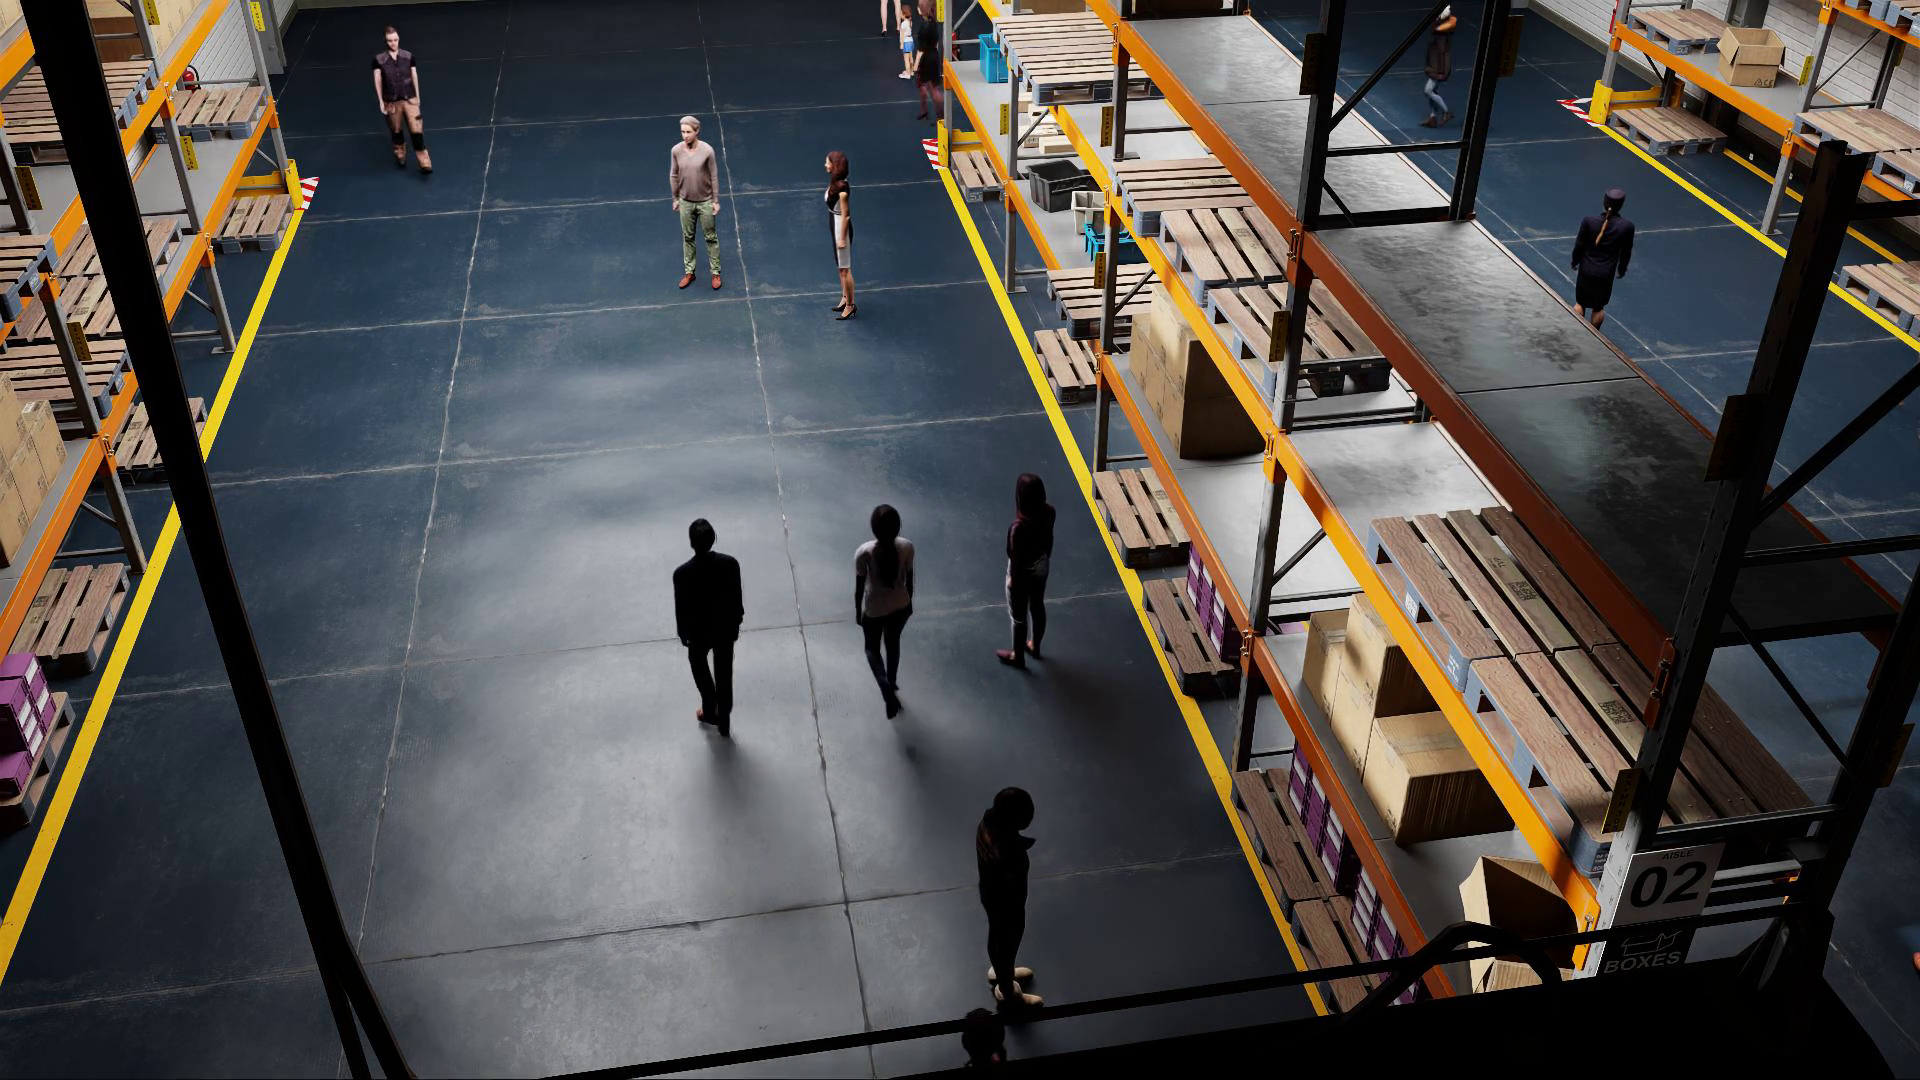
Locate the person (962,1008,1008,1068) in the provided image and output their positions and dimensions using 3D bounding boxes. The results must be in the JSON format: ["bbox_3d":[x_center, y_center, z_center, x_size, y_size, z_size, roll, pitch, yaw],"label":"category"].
[{"bbox_3d":[0.126,2.958,8.184,0.853,1.529,0.599,-2,34,-4],"label":"person"}]

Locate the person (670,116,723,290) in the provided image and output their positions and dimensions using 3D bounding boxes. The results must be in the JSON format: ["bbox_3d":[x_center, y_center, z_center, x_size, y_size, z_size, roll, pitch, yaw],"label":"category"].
[{"bbox_3d":[-2.813,-3.619,17.766,0.742,1.874,0.695,3,34,5],"label":"person"}]

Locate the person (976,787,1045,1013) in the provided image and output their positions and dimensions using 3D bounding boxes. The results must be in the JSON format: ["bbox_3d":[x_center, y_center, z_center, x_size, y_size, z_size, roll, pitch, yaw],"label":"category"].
[{"bbox_3d":[0.236,2.051,9.430,0.658,1.659,0.595,9,35,13],"label":"person"}]

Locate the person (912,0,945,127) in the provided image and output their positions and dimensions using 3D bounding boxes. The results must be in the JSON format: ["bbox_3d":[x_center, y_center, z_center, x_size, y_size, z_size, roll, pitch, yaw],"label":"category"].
[{"bbox_3d":[-0.309,-6.272,21.926,0.770,1.688,0.709,6,34,10],"label":"person"}]

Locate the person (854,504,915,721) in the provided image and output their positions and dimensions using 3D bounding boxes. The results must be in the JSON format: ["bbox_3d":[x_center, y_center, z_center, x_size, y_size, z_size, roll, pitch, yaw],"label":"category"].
[{"bbox_3d":[-0.497,0.535,11.670,0.663,1.704,0.905,-11,35,-16],"label":"person"}]

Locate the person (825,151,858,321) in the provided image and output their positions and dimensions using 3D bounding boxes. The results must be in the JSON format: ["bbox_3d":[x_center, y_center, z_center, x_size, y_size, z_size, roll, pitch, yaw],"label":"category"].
[{"bbox_3d":[-1.225,-3.135,17.110,0.645,1.795,0.420,-6,34,-9],"label":"person"}]

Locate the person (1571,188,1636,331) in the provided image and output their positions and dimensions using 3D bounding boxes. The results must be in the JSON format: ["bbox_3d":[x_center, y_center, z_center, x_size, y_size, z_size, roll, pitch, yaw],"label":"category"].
[{"bbox_3d":[6.336,-2.684,16.544,0.807,1.671,0.811,11,35,16],"label":"person"}]

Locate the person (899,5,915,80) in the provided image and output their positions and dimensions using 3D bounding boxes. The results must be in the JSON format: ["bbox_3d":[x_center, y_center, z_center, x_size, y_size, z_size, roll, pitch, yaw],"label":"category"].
[{"bbox_3d":[-0.760,-7.154,23.857,0.535,1.019,0.453,12,36,18],"label":"person"}]

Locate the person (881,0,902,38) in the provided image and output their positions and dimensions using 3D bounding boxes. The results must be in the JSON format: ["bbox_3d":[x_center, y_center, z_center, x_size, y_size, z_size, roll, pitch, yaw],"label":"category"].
[{"bbox_3d":[-1.069,-8.596,25.295,0.602,1.830,0.515,-3,34,-4],"label":"person"}]

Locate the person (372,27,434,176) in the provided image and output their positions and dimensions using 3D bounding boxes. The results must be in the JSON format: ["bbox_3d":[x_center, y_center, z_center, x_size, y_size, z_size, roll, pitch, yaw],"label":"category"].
[{"bbox_3d":[-6.961,-5.444,20.593,0.892,1.785,1.253,-13,36,-19],"label":"person"}]

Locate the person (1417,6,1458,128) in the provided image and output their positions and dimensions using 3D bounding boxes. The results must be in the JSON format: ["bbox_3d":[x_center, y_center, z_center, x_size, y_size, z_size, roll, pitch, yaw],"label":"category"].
[{"bbox_3d":[6.381,-6.213,21.903,0.836,1.617,0.775,7,34,11],"label":"person"}]

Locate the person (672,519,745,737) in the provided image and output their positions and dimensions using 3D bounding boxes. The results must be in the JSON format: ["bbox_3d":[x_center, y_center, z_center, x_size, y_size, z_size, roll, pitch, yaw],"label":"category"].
[{"bbox_3d":[-1.686,0.660,11.474,0.695,1.713,0.654,-11,35,-17],"label":"person"}]

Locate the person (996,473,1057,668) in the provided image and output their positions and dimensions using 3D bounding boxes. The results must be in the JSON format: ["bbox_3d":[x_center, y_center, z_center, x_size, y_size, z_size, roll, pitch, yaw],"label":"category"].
[{"bbox_3d":[0.493,0.219,12.232,0.732,1.609,0.691,26,42,34],"label":"person"}]
